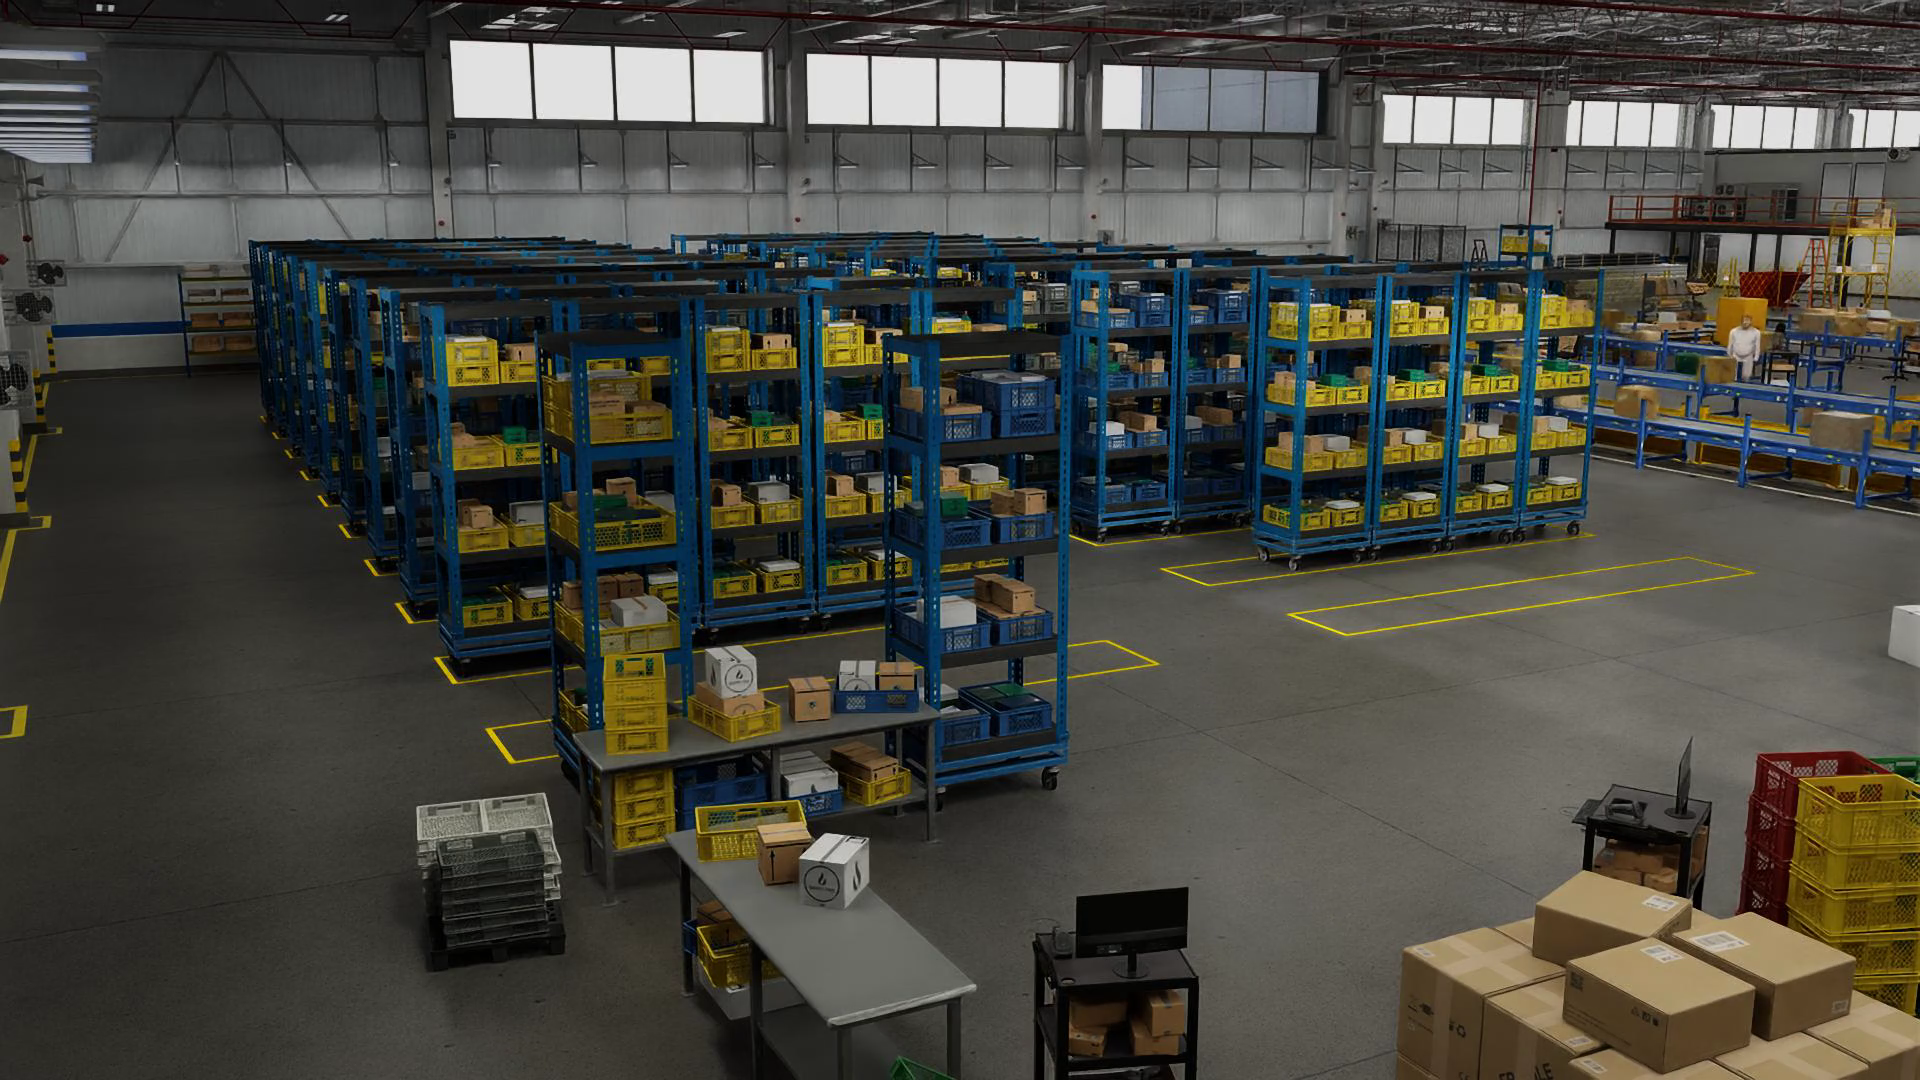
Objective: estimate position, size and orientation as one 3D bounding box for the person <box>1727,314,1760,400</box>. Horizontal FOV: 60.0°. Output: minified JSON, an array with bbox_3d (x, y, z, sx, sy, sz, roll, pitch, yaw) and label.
[{"bbox_3d":[17.270,-4.035,36.702,0.662,1.895,0.497,6,13,25],"label":"person"}]

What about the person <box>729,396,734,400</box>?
[{"bbox_3d":[-3.967,-2.226,28.122,0.570,1.947,0.658,4,13,18],"label":"person"}]
